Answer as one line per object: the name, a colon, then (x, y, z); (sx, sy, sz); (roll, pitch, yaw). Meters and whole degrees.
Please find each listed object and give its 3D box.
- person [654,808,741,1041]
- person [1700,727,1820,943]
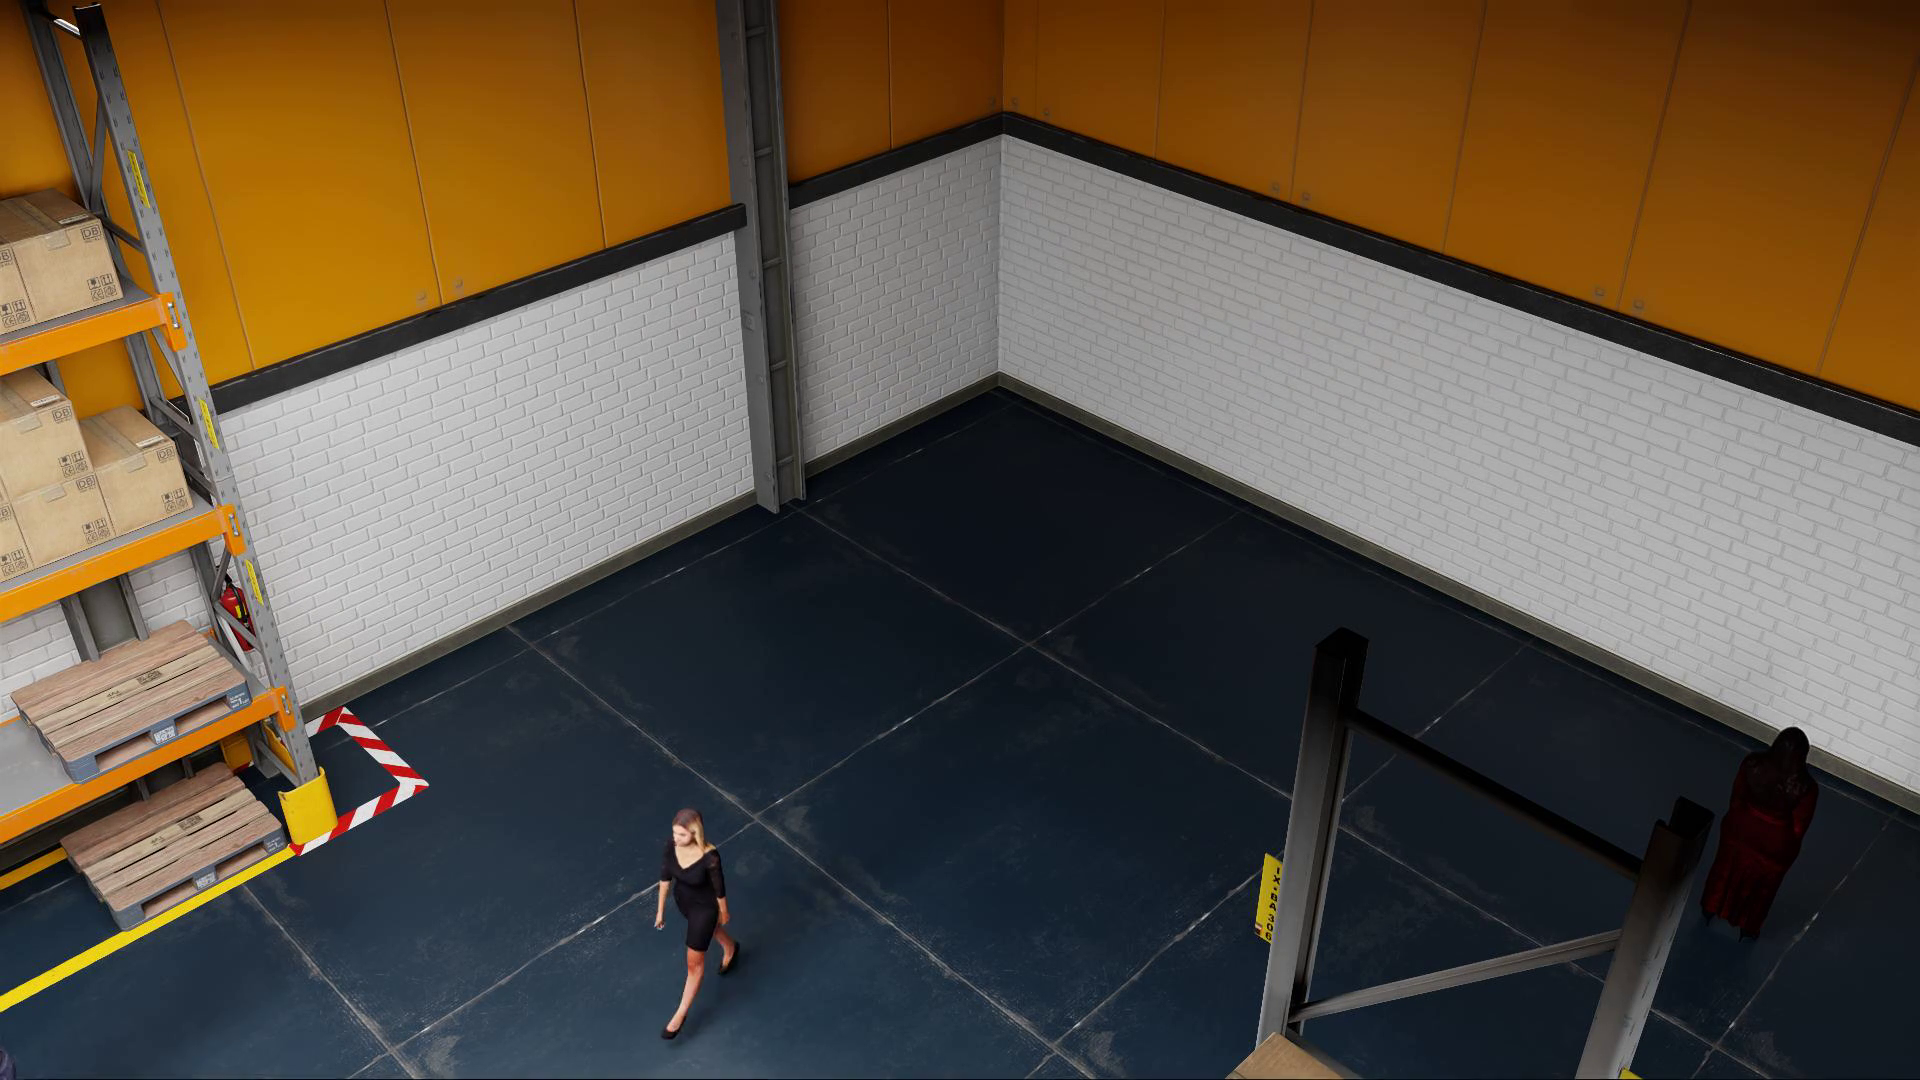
person: (-1.612, 2.295, 10.568); (0.730, 1.623, 1.141); (19, 38, 27)
person: (5.290, 1.939, 10.982); (0.648, 1.759, 0.577); (28, 43, 35)
